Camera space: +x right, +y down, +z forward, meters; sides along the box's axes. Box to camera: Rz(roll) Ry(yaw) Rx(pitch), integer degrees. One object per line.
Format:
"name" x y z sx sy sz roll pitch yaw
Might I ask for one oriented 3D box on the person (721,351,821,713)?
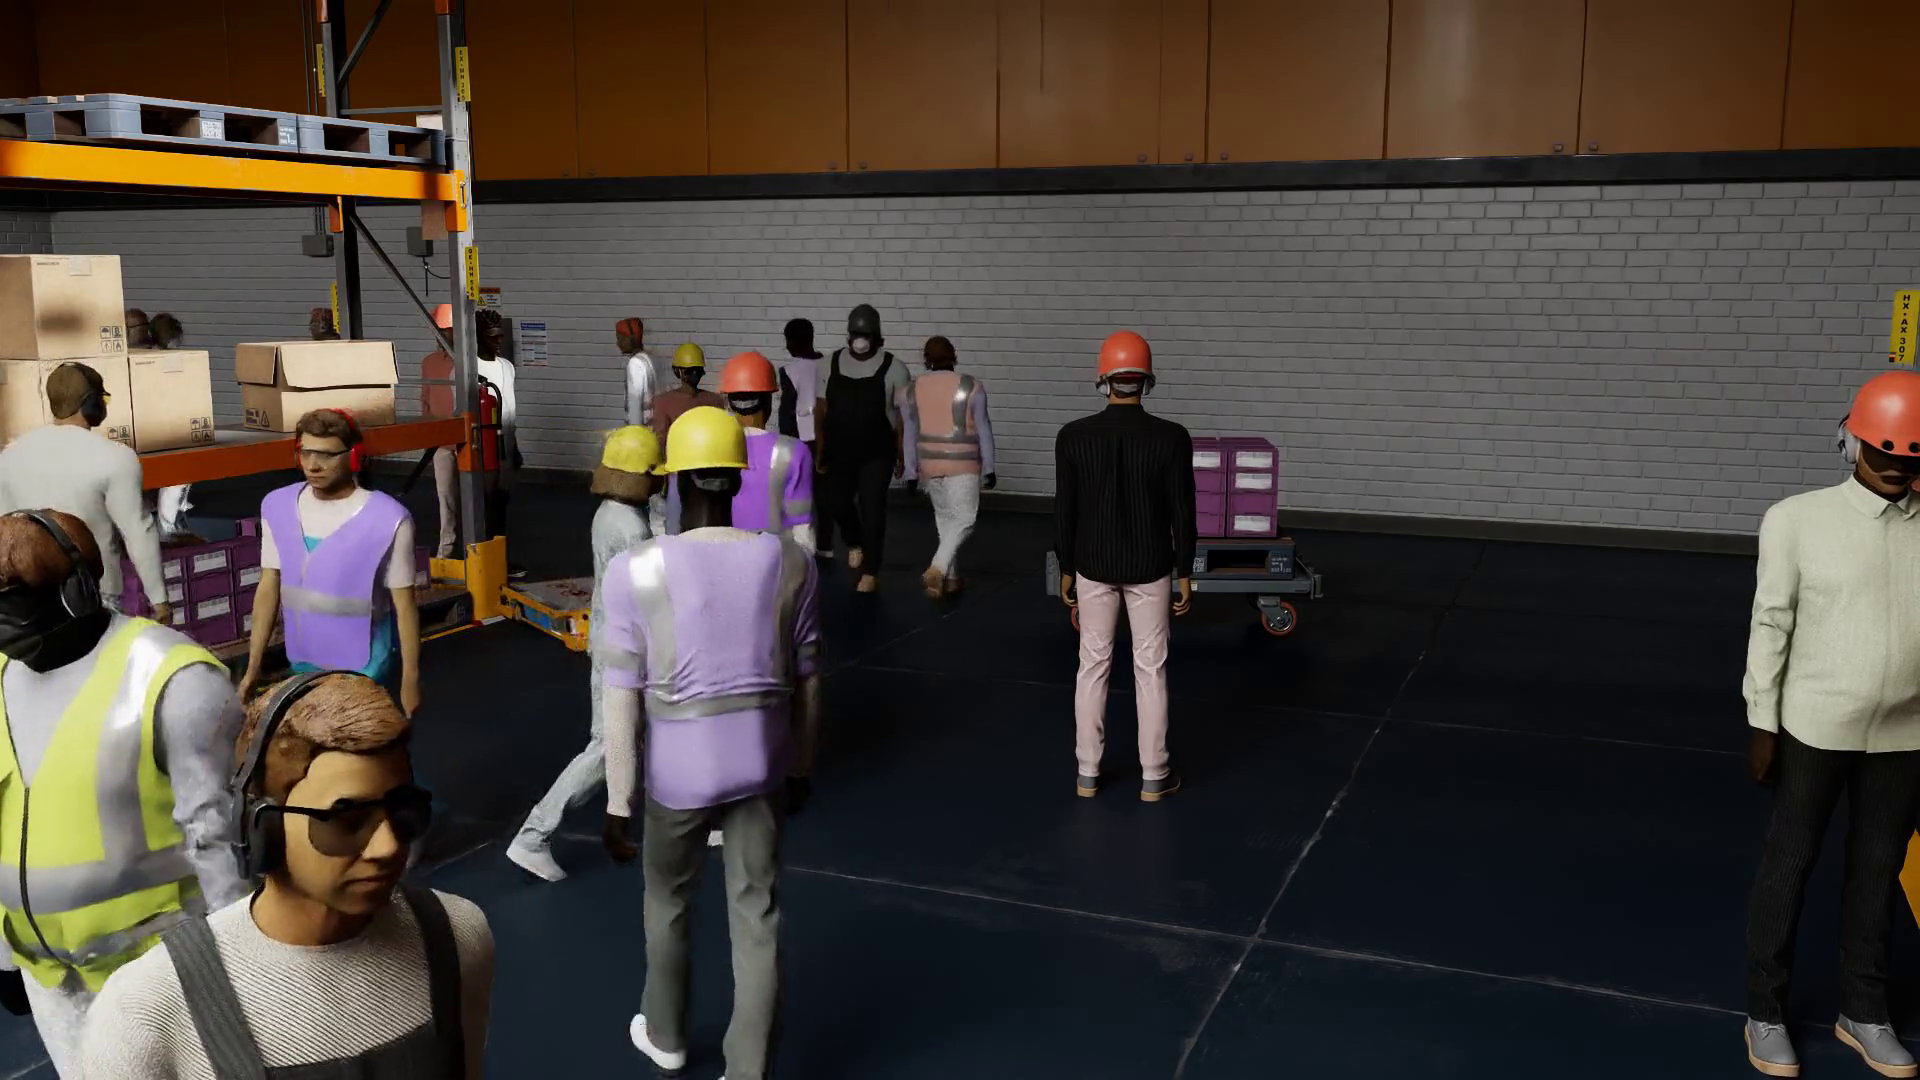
"person" -0.858 0.178 6.930 0.563 1.918 0.466 3 10 15

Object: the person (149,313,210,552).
"person" -6.228 -0.831 13.107 0.376 1.898 0.686 -1 9 -9

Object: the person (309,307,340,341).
"person" -5.505 -1.072 14.548 0.403 1.906 0.650 -2 10 -12

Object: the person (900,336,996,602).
"person" -0.086 -0.483 11.316 0.629 1.804 0.831 5 10 26

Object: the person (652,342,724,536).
"person" -1.779 -0.424 11.043 0.525 1.769 0.311 -7 12 -36

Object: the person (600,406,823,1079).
"person" -0.691 0.587 4.504 0.623 1.892 0.827 -4 10 -23

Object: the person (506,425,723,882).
"person" -1.295 0.416 6.162 0.817 1.698 0.487 -3 10 -18

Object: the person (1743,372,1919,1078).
"person" 2.507 0.523 4.639 0.611 1.985 0.393 0 9 2

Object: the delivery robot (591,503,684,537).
"delivery robot" -2.283 -0.024 11.997 0.707 0.478 0.477 2 9 11

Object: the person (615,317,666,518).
"person" -2.465 -0.839 13.248 0.494 1.865 0.665 1 9 6

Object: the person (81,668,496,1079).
"person" -0.807 1.033 2.076 0.512 1.817 0.883 -9 13 -43

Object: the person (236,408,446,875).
"person" -2.117 0.421 5.820 0.579 1.804 0.934 4 10 21

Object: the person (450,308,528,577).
"person" -3.370 -0.674 11.947 0.361 1.963 0.616 4 10 22

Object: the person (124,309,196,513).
"person" -7.391 -1.157 15.148 0.708 1.876 0.660 7 12 36

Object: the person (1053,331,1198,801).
"person" 0.701 0.119 7.056 0.612 1.996 0.376 3 10 16

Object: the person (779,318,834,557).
"person" -1.126 -0.745 12.659 0.689 1.885 0.653 -9 13 -43

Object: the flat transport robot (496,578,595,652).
"flat transport robot" -2.337 0.434 10.360 0.652 0.197 1.431 -6 11 -34

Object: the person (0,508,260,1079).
"person" -1.715 0.824 3.366 0.647 1.814 0.440 3 10 16

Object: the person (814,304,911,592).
"person" -0.682 -0.683 11.780 0.687 2.000 0.746 2 10 12

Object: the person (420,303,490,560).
"person" -3.673 -0.720 12.139 0.612 1.996 0.389 4 10 22

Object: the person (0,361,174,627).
"person" -3.618 0.209 6.883 0.652 1.880 1.035 3 10 16
